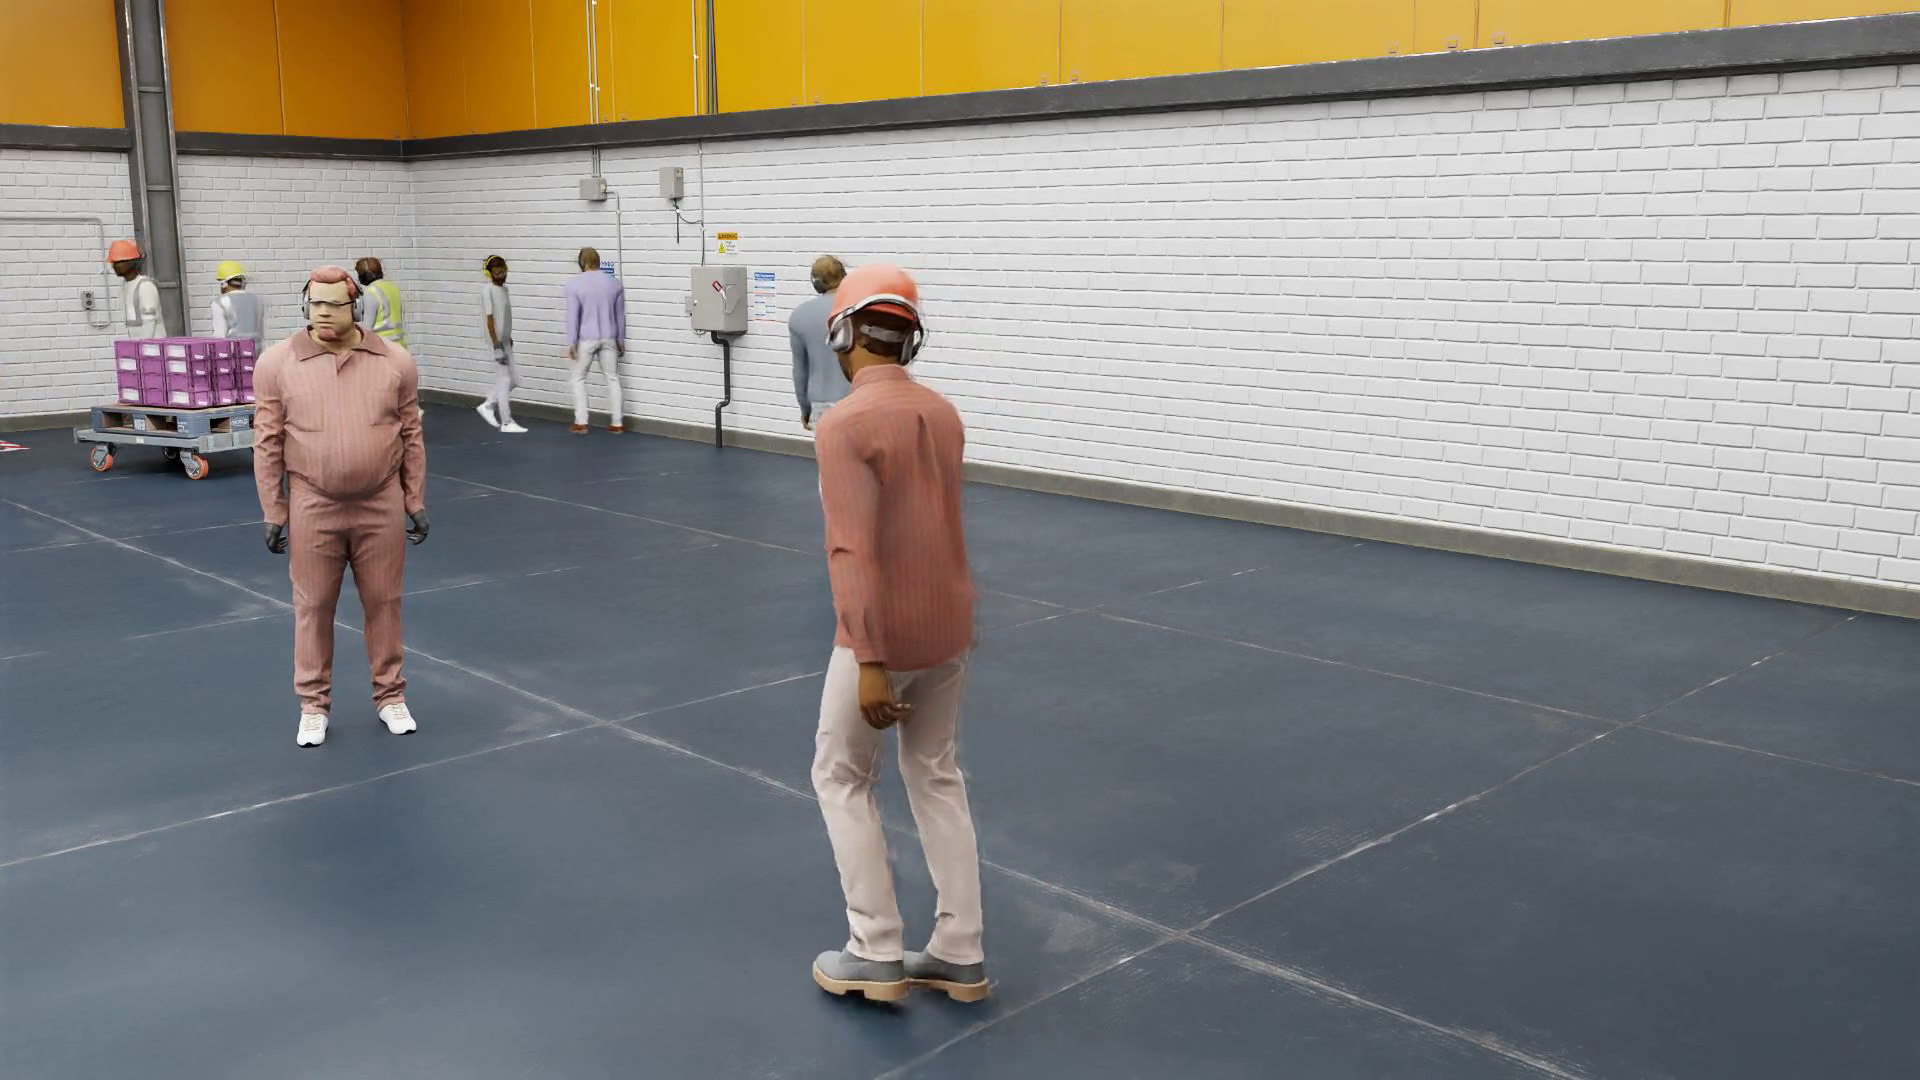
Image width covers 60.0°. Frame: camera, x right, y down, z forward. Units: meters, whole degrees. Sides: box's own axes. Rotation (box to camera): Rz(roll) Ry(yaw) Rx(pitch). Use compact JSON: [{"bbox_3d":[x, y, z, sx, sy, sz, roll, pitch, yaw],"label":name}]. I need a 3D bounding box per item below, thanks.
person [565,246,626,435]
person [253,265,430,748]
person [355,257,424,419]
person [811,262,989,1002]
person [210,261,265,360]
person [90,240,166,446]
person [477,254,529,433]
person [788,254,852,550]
[{"bbox_3d":[-3.696,-2.022,16.931,0.655,1.914,0.441,-7,12,-33],"label":"person"},{"bbox_3d":[-2.450,-0.133,6.640,0.652,1.904,0.402,-5,12,-27],"label":"person"},{"bbox_3d":[-5.622,-1.871,16.363,0.589,1.815,0.676,1,10,4],"label":"person"},{"bbox_3d":[-0.150,0.252,4.412,0.614,1.946,0.638,8,13,37],"label":"person"},{"bbox_3d":[-6.822,-1.751,15.810,0.911,1.793,0.598,5,12,27],"label":"person"},{"bbox_3d":[-7.814,-1.851,15.831,0.613,1.962,1.119,8,13,37],"label":"person"},{"bbox_3d":[-4.728,-1.995,16.989,0.478,1.831,0.566,2,11,10],"label":"person"},{"bbox_3d":[-0.741,-0.848,10.572,0.739,1.907,0.349,4,11,19],"label":"person"}]
